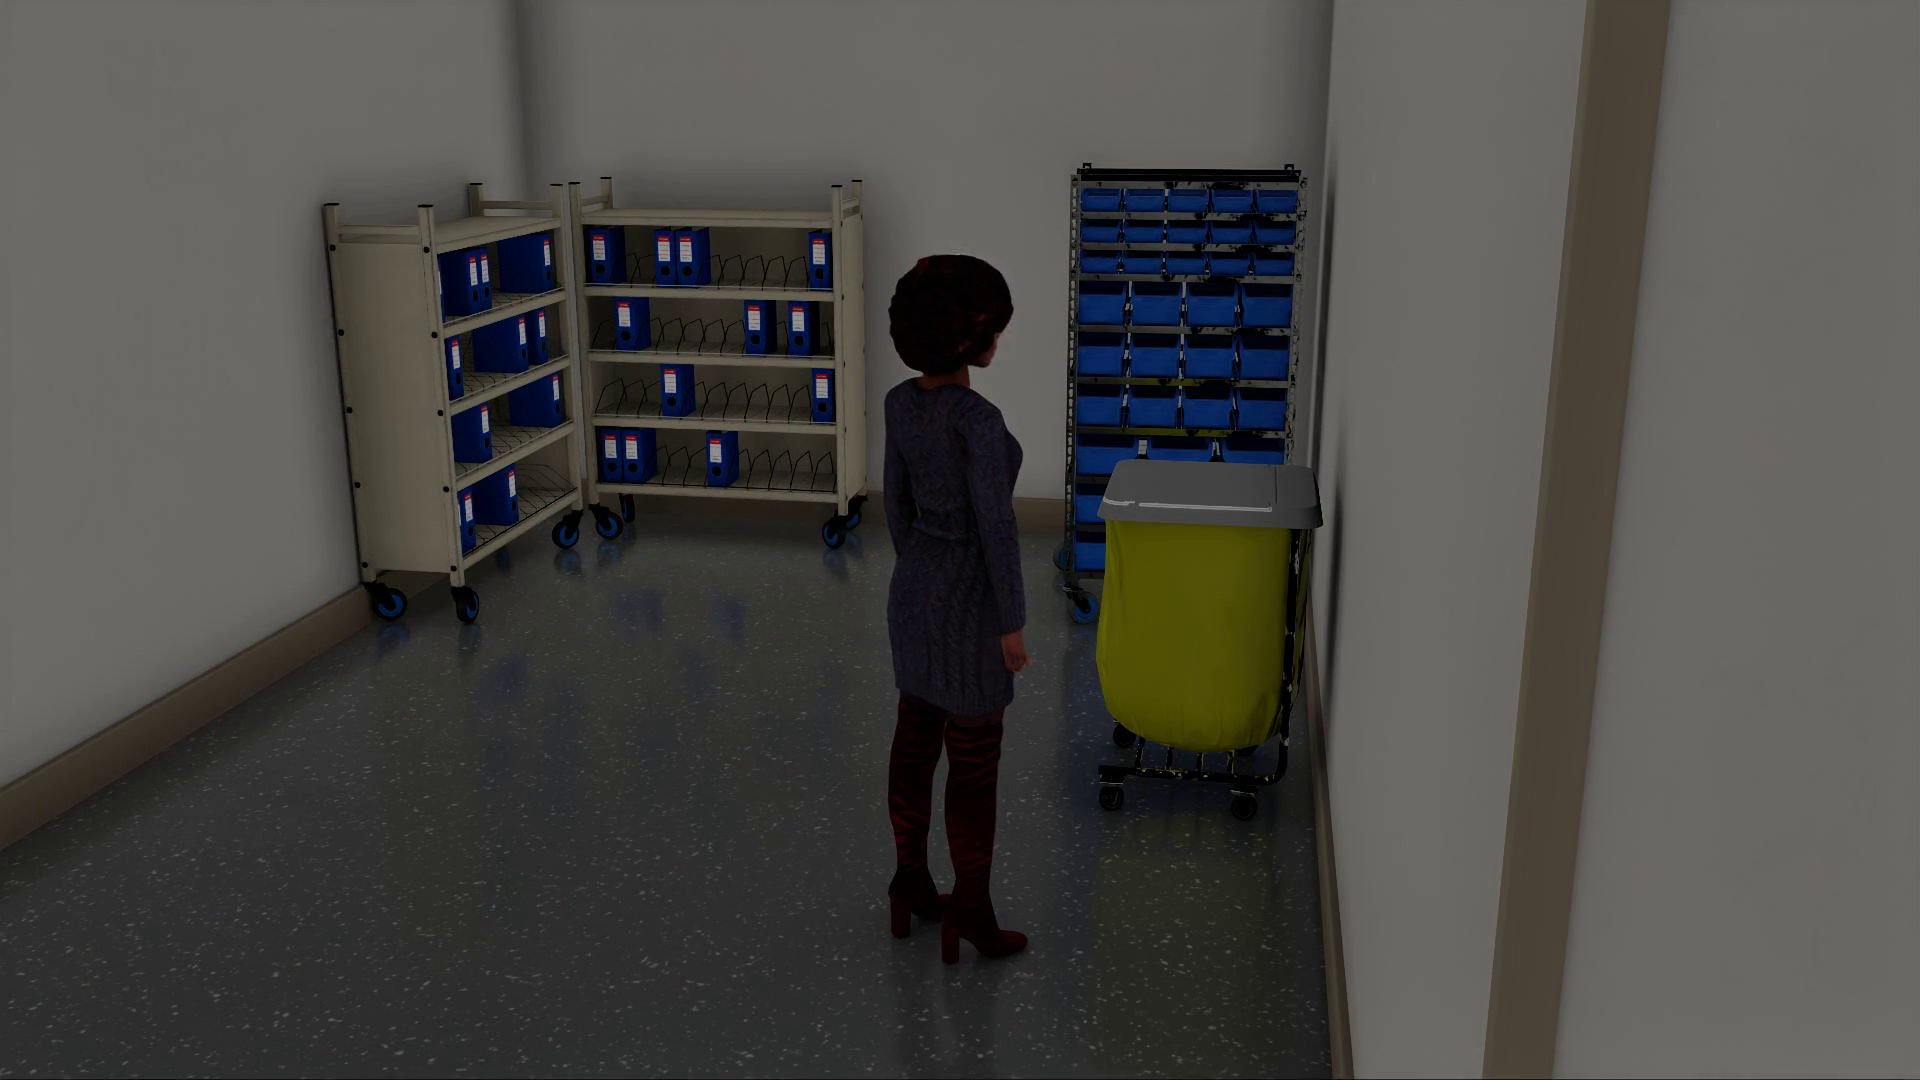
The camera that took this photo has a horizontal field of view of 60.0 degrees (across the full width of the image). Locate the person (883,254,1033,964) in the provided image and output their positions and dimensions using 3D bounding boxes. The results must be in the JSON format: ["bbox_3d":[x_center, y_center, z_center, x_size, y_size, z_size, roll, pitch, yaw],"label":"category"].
[{"bbox_3d":[-0.027,0.177,3.981,0.710,1.712,0.640,-12,20,-36],"label":"person"}]
